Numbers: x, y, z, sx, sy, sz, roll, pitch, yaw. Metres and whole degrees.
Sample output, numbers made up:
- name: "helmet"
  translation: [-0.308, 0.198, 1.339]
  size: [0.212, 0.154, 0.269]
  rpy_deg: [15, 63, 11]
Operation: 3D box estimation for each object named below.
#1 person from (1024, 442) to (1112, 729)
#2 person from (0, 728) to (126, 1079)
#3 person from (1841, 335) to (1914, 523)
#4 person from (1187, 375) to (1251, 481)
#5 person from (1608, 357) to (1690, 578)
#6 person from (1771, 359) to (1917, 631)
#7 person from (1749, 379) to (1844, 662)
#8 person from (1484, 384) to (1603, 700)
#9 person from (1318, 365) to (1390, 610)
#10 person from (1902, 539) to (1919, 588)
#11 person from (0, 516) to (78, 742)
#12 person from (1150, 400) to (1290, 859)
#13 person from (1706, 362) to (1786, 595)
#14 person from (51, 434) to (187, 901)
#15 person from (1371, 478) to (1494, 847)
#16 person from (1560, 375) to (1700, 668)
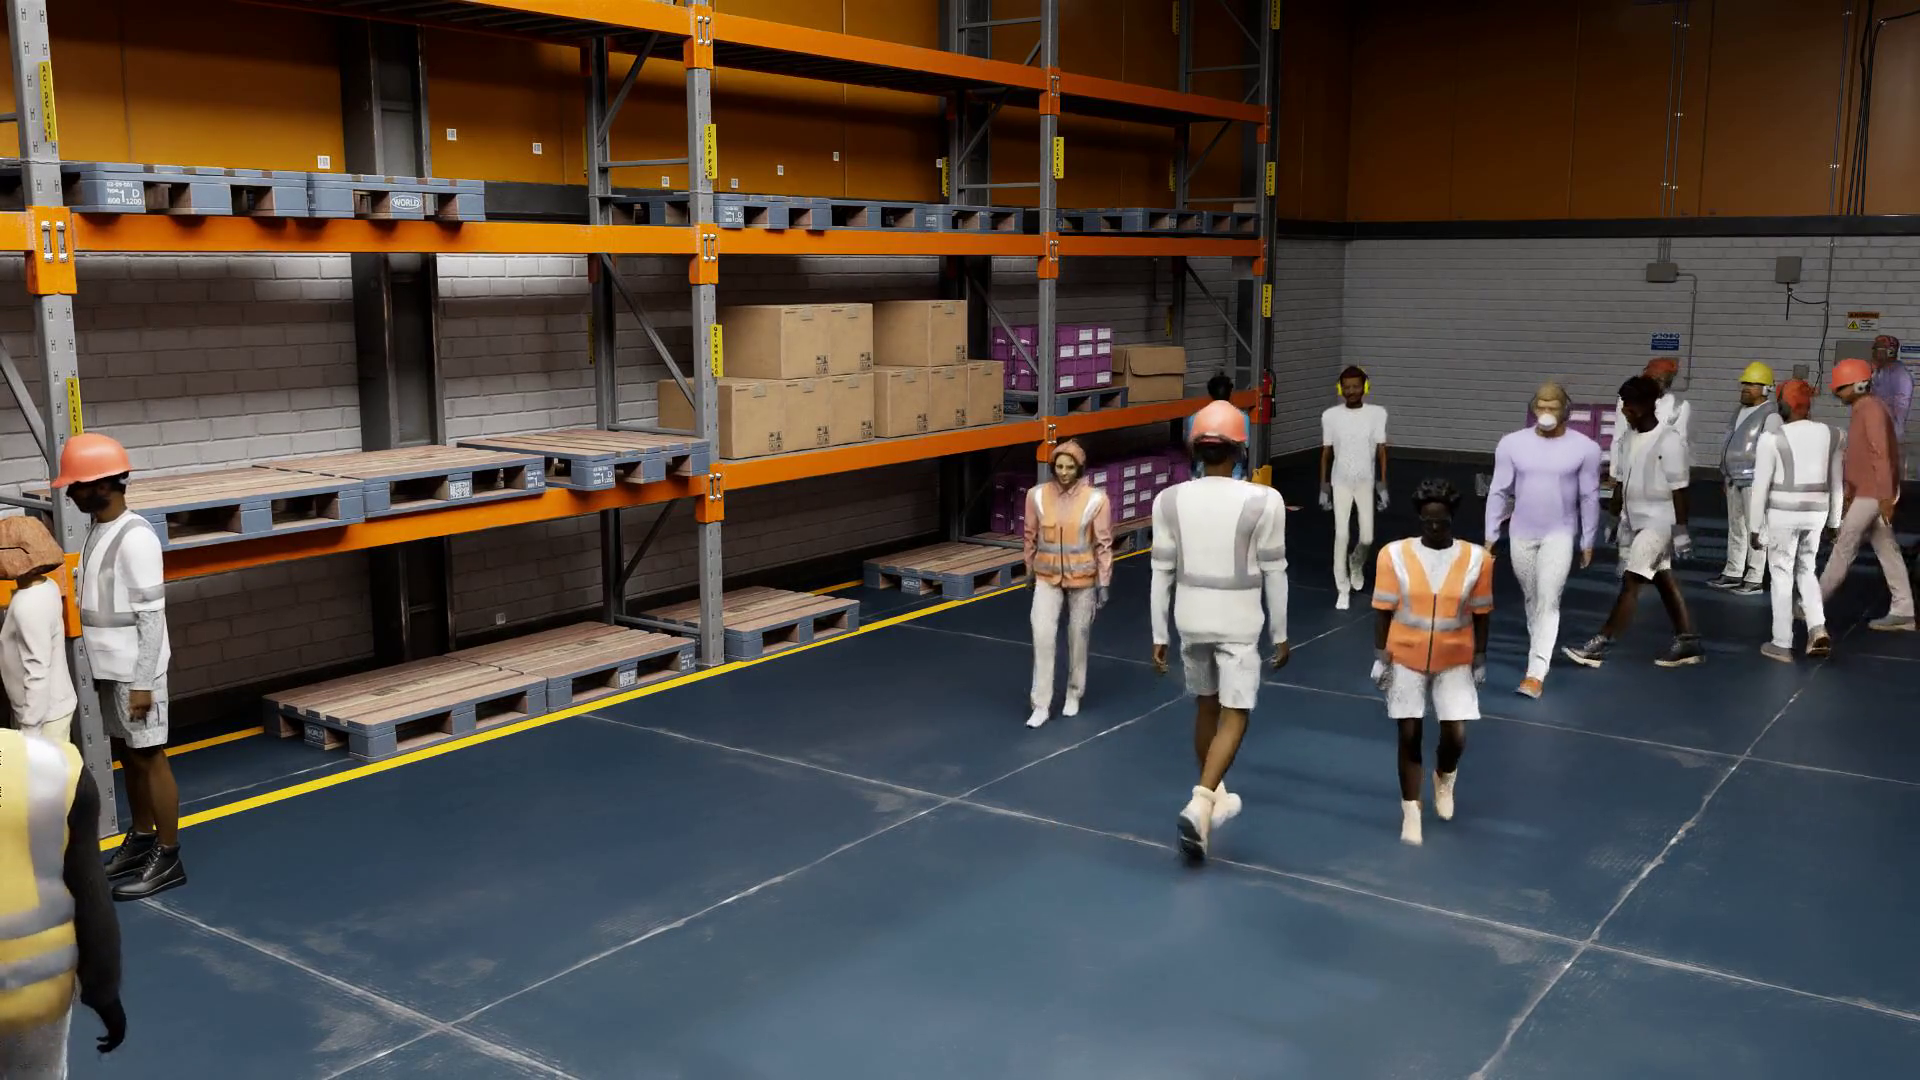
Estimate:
- name: "person"
  translation: [0.586, 0.259, 9.350]
  size: [0.531, 1.600, 0.777]
  rpy_deg: [2, 10, 14]
- name: "person"
  translation: [-2.345, 1.090, 3.931]
  size: [0.633, 1.780, 1.004]
  rpy_deg: [-8, 12, -39]
- name: "person"
  translation: [8.964, -1.043, 16.247]
  size: [0.404, 1.910, 0.639]
  rpy_deg: [0, 10, 2]
- name: "person"
  translation: [2.154, -0.534, 13.872]
  size: [0.540, 1.685, 0.396]
  rpy_deg: [0, 10, 1]
- name: "person"
  translation: [5.525, -0.539, 13.370]
  size: [0.581, 1.865, 0.435]
  rpy_deg: [6, 11, 31]
- name: "person"
  translation: [6.388, -0.316, 11.864]
  size: [1.024, 1.928, 0.652]
  rpy_deg: [5, 11, 26]
- name: "person"
  translation: [5.446, -0.114, 10.820]
  size: [0.607, 1.870, 0.442]
  rpy_deg: [-1, 10, -5]
- name: "person"
  translation: [3.585, -0.019, 10.253]
  size: [0.643, 1.888, 1.044]
  rpy_deg: [6, 11, 32]
- name: "person"
  translation: [3.009, -0.414, 12.688]
  size: [0.540, 1.845, 0.614]
  rpy_deg: [2, 10, 10]
- name: "person"
  translation: [7.794, -0.515, 13.127]
  size: [0.531, 1.906, 0.566]
  rpy_deg: [7, 12, 36]
- name: "person"
  translation: [-3.664, 0.711, 6.615]
  size: [0.285, 1.633, 0.497]
  rpy_deg: [-4, 10, -24]
- name: "person"
  translation: [1.128, 0.387, 7.432]
  size: [0.610, 2.020, 0.927]
  rpy_deg: [6, 11, 30]
- name: "person"
  translation: [6.225, -0.489, 13.157]
  size: [0.404, 1.837, 0.588]
  rpy_deg: [-1, 10, -7]
- name: "person"
  translation: [-3.470, 0.521, 6.866]
  size: [0.375, 1.930, 0.542]
  rpy_deg: [-9, 13, -43]
- name: "person"
  translation: [2.120, 0.541, 7.511]
  size: [0.534, 1.676, 0.400]
  rpy_deg: [2, 10, 12]
- name: "person"
  translation: [4.368, -0.103, 10.652]
  size: [0.991, 1.896, 0.619]
  rpy_deg: [-1, 10, -3]
